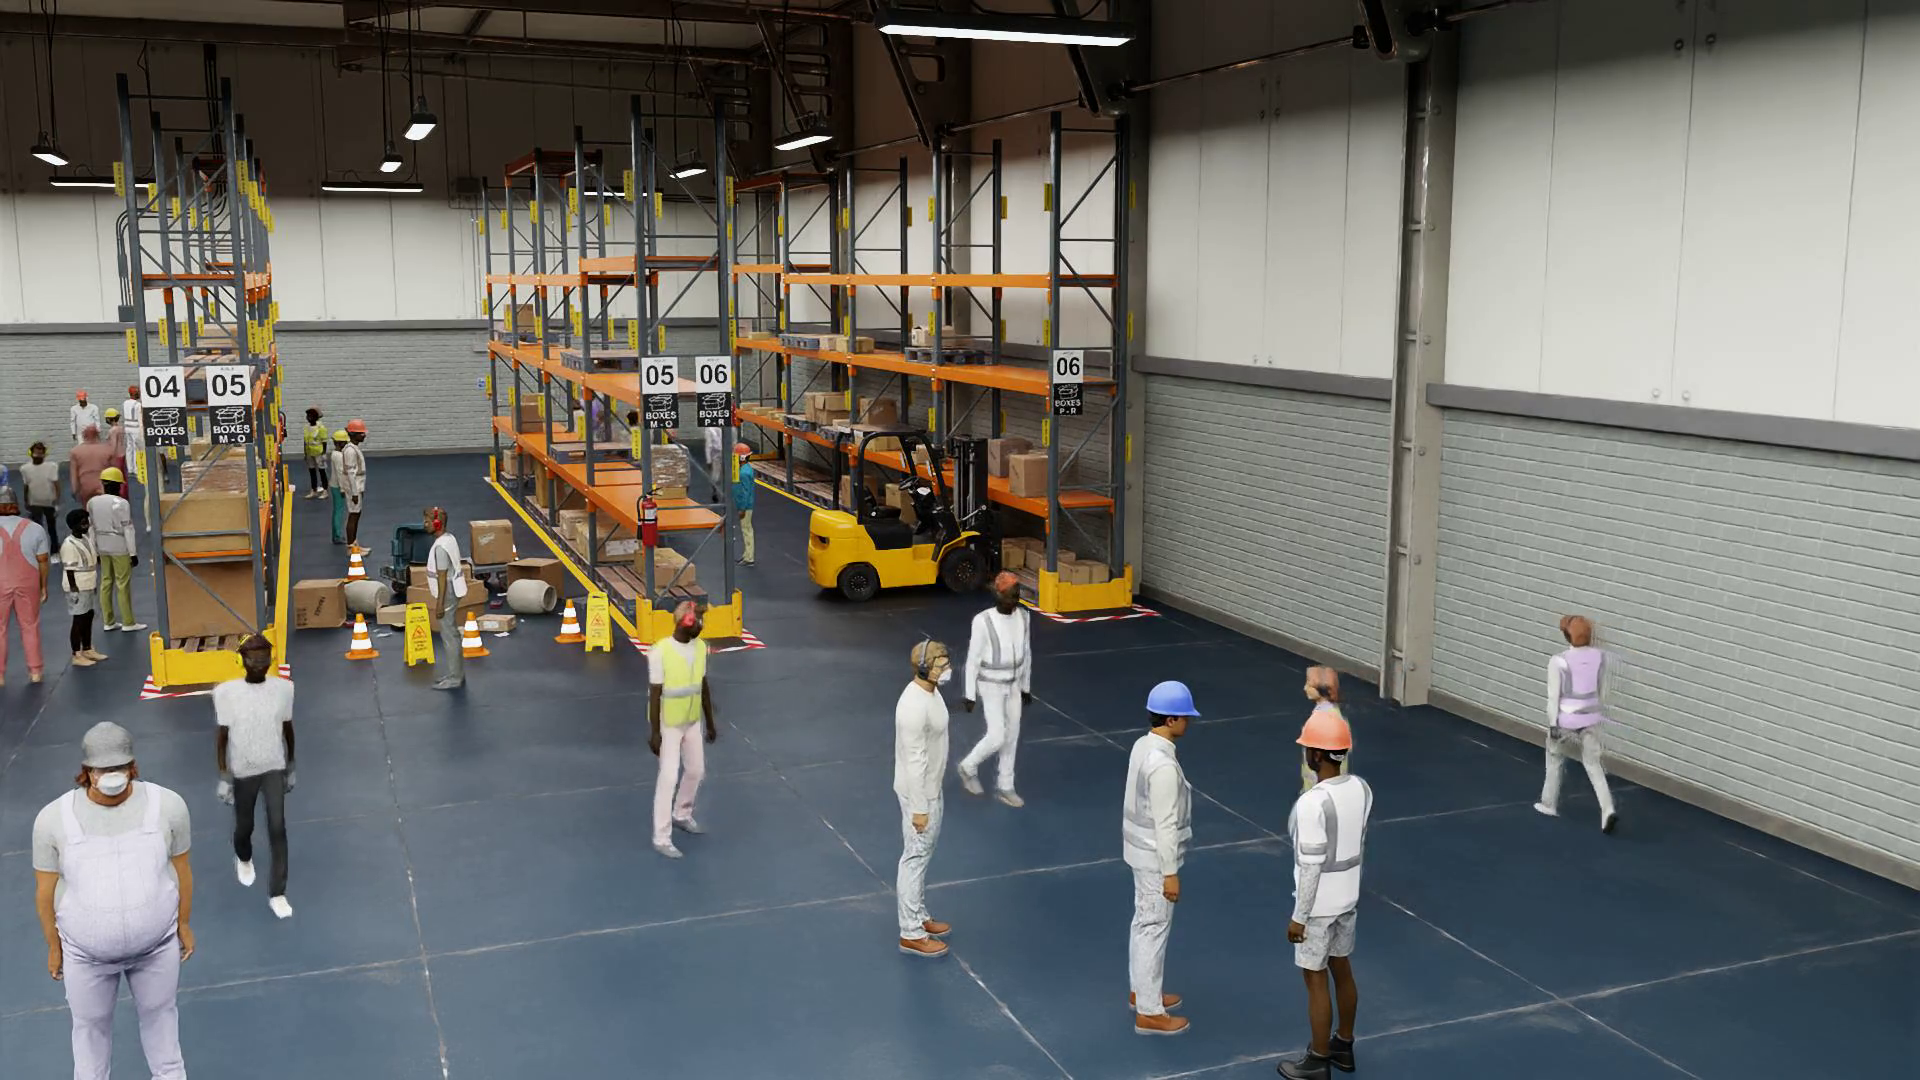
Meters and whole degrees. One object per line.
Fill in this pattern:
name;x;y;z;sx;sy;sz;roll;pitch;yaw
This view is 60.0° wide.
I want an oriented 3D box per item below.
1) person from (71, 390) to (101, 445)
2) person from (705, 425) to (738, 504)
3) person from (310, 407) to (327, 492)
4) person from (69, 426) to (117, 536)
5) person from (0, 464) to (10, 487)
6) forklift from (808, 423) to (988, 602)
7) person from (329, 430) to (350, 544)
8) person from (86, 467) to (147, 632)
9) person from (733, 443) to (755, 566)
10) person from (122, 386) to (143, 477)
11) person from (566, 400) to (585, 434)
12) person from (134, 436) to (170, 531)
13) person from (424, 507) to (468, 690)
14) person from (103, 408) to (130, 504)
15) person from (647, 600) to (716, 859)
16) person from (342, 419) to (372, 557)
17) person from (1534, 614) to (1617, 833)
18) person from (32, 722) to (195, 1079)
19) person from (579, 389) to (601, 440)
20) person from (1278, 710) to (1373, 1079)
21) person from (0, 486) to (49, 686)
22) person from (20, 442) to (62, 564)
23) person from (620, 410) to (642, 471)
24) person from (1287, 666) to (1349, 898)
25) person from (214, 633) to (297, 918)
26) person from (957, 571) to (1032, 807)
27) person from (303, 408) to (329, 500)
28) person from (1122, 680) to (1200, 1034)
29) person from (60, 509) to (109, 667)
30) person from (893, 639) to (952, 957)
person;-18.386;-2.283;34.972;0.573;1.738;0.355;-2;9;-12
person;-4.230;-1.458;29.548;0.592;1.816;0.496;-4;10;-23
person;-12.322;-1.741;31.909;0.271;1.627;0.502;-3;10;-21
person;-13.185;-0.810;25.337;0.655;1.846;1.017;-6;11;-31
person;-12.726;-0.328;21.707;0.371;2.044;0.608;7;12;39
forklift;-0.830;-0.399;21.676;2.313;2.155;1.214;-4;10;-21
person;-9.552;-0.816;25.685;0.350;1.758;0.522;-4;10;-24
person;-9.803;0.116;19.304;0.586;1.917;0.381;2;9;15
person;-3.084;-0.503;23.711;0.324;1.752;0.561;-1;9;-7
person;-16.949;-2.222;34.170;0.567;1.878;0.356;5;10;30
person;-7.874;-2.099;34.135;0.279;1.633;0.504;6;11;35
person;-13.046;-1.068;26.900;0.517;1.874;0.328;1;9;3
person;-5.135;0.579;16.661;0.388;1.837;0.560;-2;9;-14
person;-15.125;-1.474;29.786;0.314;1.767;0.534;-2;9;-10
person;-2.073;1.335;11.987;0.468;1.812;0.660;6;11;32
person;-8.869;-0.762;24.490;0.417;2.034;0.604;-2;9;-13
person;4.643;1.360;12.438;0.519;1.608;0.762;-1;9;-9
person;-3.994;1.864;7.914;0.686;2.000;0.535;-5;10;-30
person;-7.816;-2.348;35.110;0.636;1.821;0.638;5;10;29
person;1.847;1.822;8.504;0.364;1.935;0.553;9;13;44
person;-9.607;0.447;16.834;0.685;2.000;0.535;-7;12;-39
person;-12.984;-0.502;23.553;0.493;1.822;0.944;-4;10;-26
person;-5.548;-1.314;28.533;0.526;1.850;0.738;-3;10;-20
person;2.294;1.609;10.789;0.432;1.623;0.538;1;9;9
person;-4.606;1.490;10.890;0.519;1.843;0.792;-5;10;-30
person;0.289;1.147;12.949;0.601;1.870;0.496;-8;12;-41
person;-11.909;-1.588;30.714;0.540;1.696;0.317;4;10;23
person;1.098;1.724;9.125;0.419;1.939;0.608;0;9;-2
person;-9.303;0.503;17.601;0.320;1.686;0.539;-1;9;-7
person;-0.224;1.554;10.183;0.355;1.937;0.635;1;9;6
